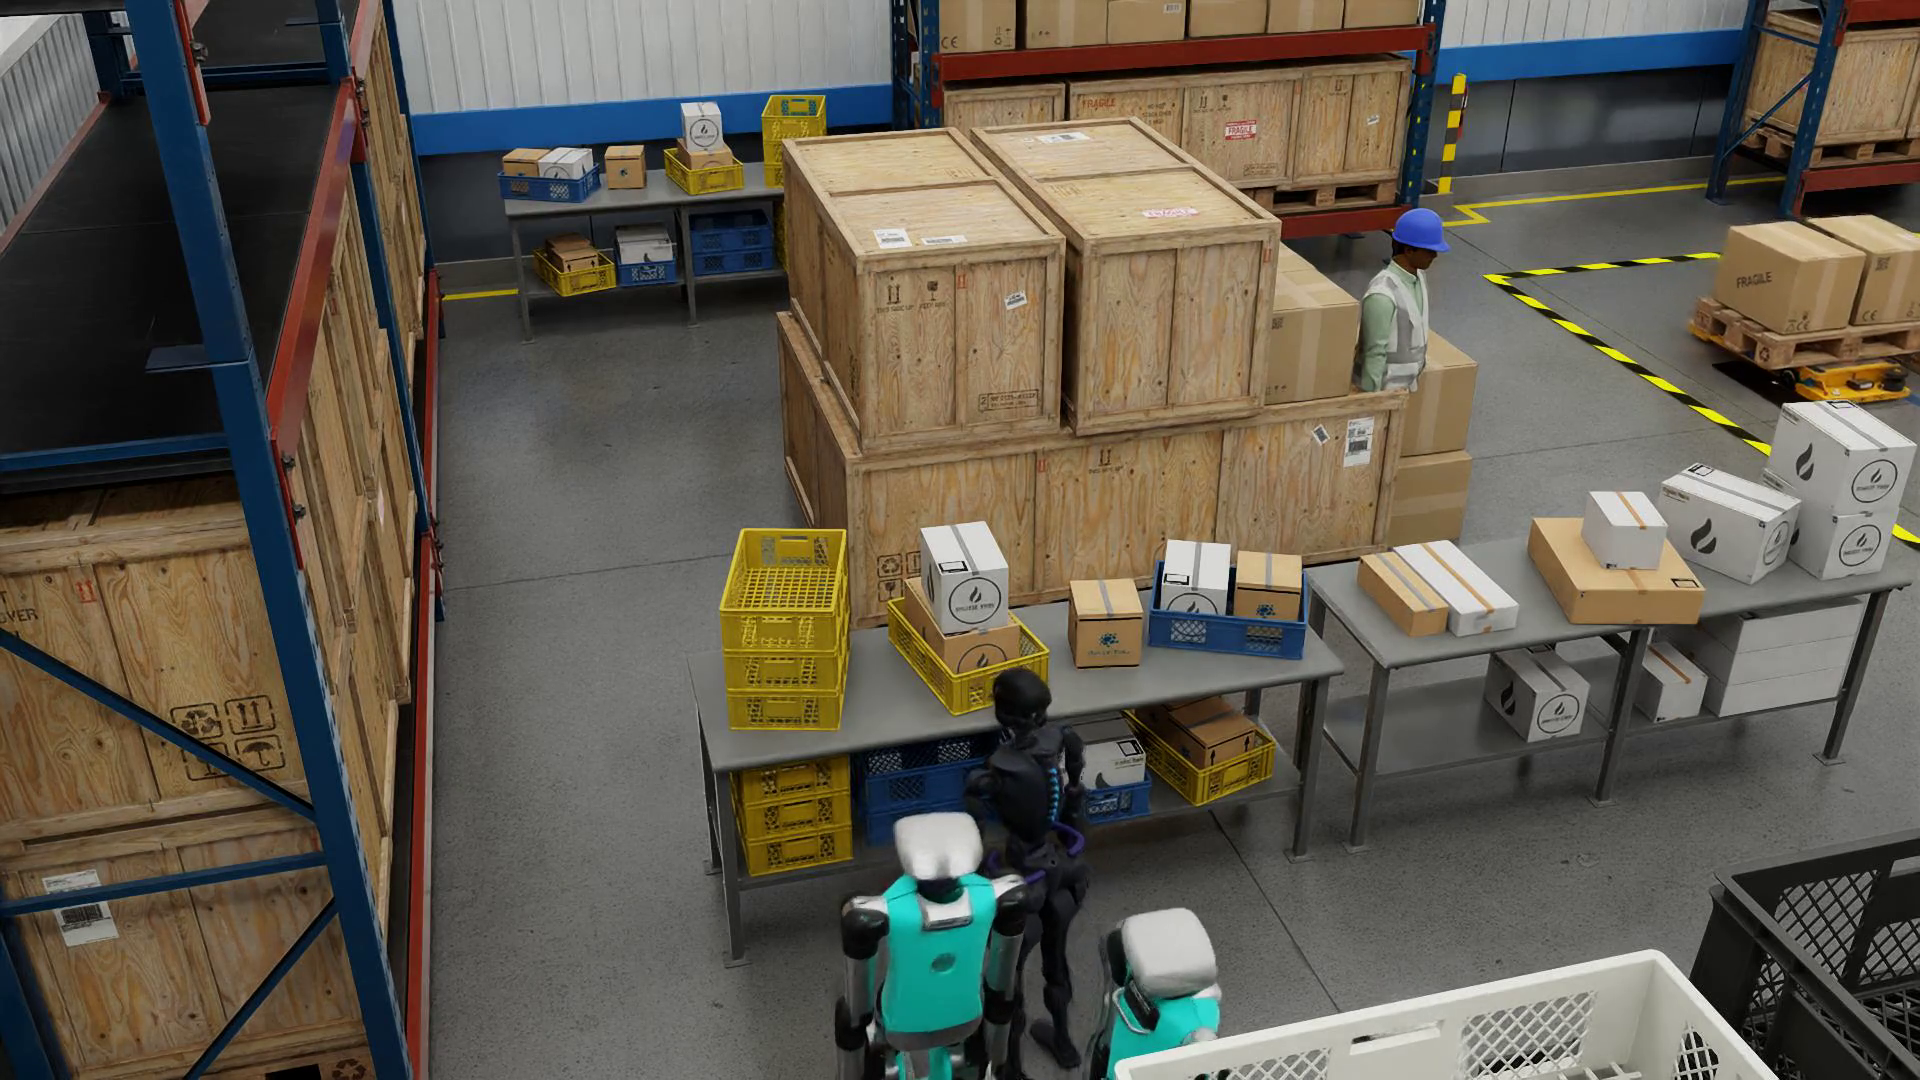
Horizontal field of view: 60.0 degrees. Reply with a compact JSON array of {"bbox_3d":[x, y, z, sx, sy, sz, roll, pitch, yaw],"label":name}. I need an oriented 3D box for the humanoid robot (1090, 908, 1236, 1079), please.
[{"bbox_3d":[0.299,1.763,4.391,0.692,1.790,0.531,-10,30,-17],"label":"humanoid robot"}]

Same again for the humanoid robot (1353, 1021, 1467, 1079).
[{"bbox_3d":[1.258,1.887,4.160,0.735,1.777,0.533,1,29,2],"label":"humanoid robot"}]

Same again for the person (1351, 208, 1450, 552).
[{"bbox_3d":[2.300,-0.834,8.904,0.411,1.939,0.602,18,34,30],"label":"person"}]

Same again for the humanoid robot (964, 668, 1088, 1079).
[{"bbox_3d":[0.229,1.163,5.547,0.338,1.658,0.604,26,38,38],"label":"humanoid robot"}]

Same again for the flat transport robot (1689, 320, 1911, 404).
[{"bbox_3d":[5.769,-1.308,11.461,0.652,0.197,1.431,-7,30,-13],"label":"flat transport robot"}]

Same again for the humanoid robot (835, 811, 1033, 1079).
[{"bbox_3d":[-0.154,1.425,5.024,0.573,1.773,0.785,-8,30,-13],"label":"humanoid robot"}]
